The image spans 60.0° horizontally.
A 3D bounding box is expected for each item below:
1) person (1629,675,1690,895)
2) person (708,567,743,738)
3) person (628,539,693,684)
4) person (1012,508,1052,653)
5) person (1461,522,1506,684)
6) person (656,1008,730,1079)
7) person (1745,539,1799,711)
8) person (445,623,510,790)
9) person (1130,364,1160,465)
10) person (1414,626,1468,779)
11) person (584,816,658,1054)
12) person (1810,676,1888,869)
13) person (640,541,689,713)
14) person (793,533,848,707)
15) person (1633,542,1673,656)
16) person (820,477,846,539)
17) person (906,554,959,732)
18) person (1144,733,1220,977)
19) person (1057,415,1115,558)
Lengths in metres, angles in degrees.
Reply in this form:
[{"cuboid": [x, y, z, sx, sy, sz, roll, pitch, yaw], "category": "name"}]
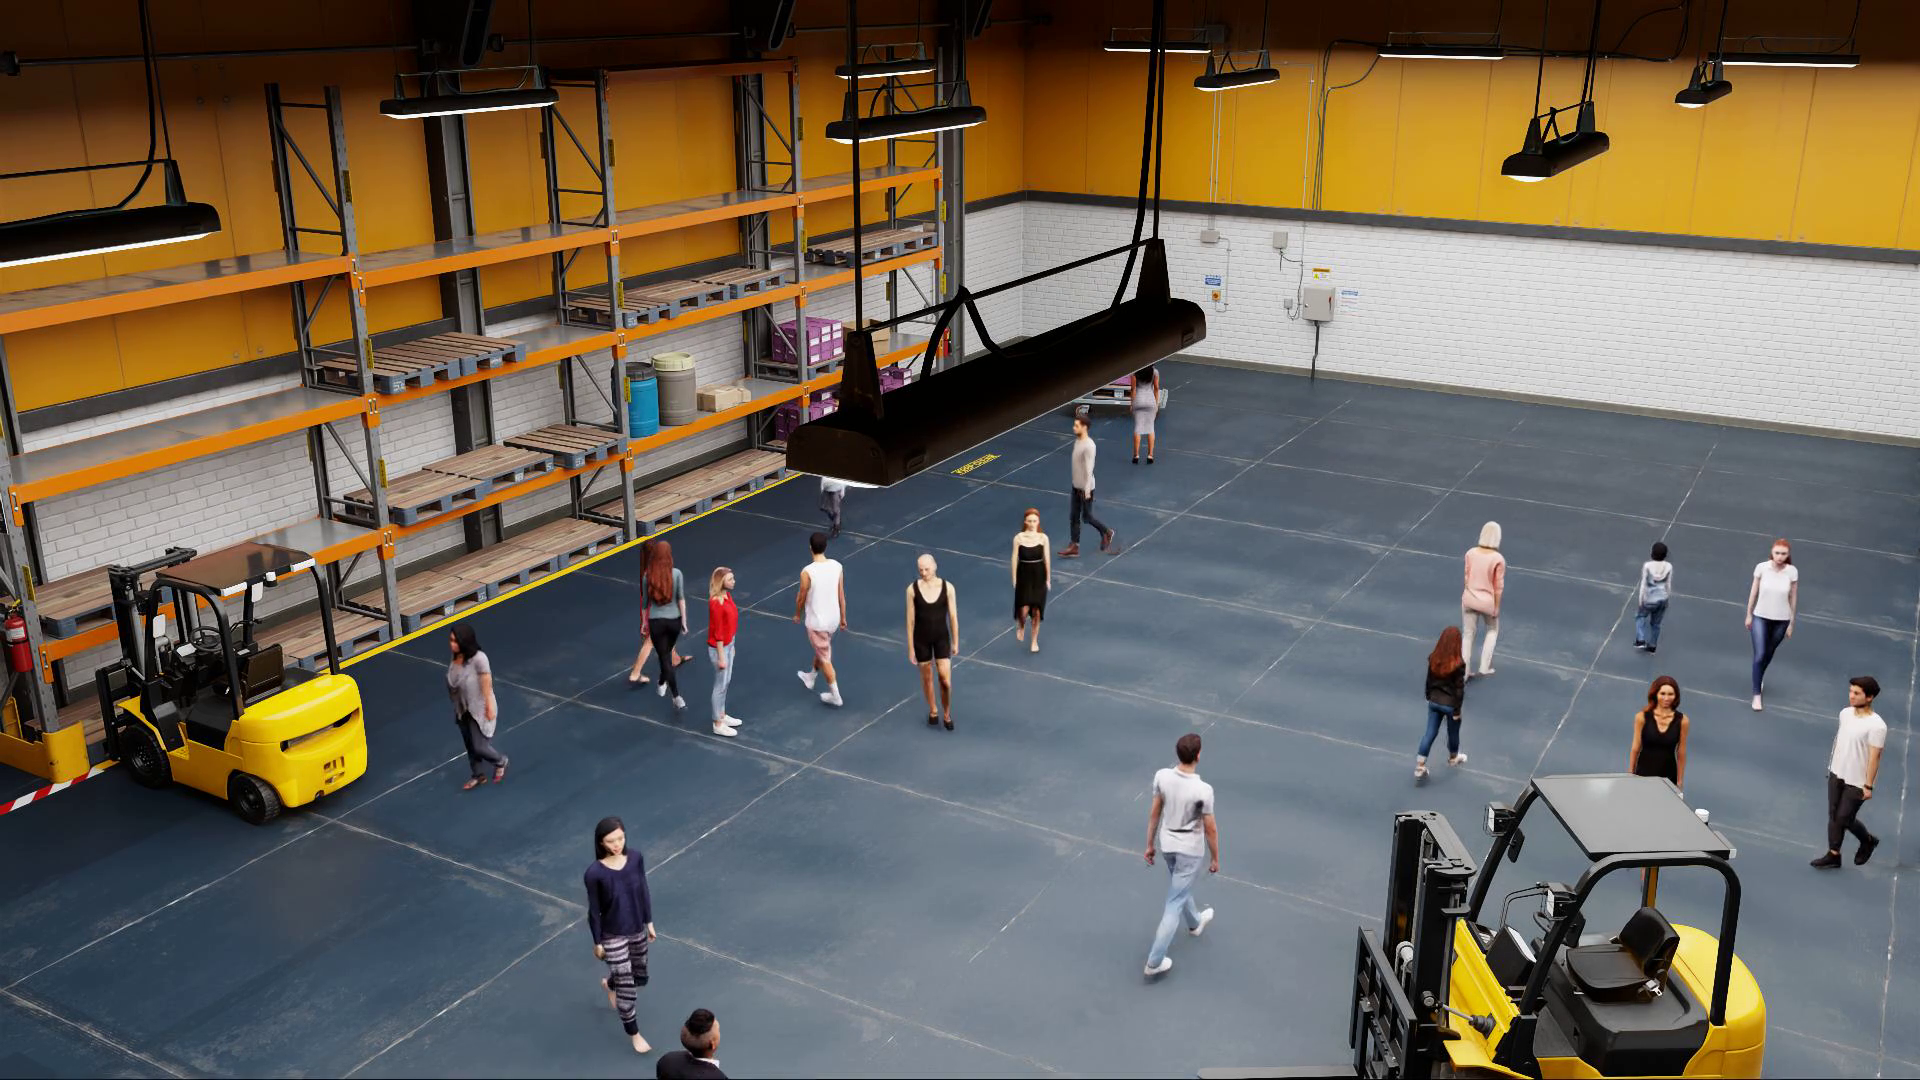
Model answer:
[{"cuboid": [5.586, 1.929, 13.398, 0.813, 1.809, 1.163, 4, 19, 11], "category": "person"}, {"cuboid": [-2.302, 1.059, 16.145, 0.746, 1.703, 0.593, 2, 19, 5], "category": "person"}, {"cuboid": [-3.223, 0.769, 17.305, 0.720, 1.513, 1.142, 17, 25, 40], "category": "person"}, {"cuboid": [0.785, 0.408, 18.215, 0.750, 1.616, 0.831, -1, 19, -2], "category": "person"}, {"cuboid": [5.373, 0.674, 17.288, 0.632, 1.703, 0.695, 13, 23, 34], "category": "person"}, {"cuboid": [-1.461, 3.388, 8.903, 0.852, 1.912, 1.179, 14, 23, 36], "category": "person"}, {"cuboid": [8.236, 0.812, 16.896, 0.705, 1.692, 1.164, 7, 20, 21], "category": "person"}, {"cuboid": [-4.346, 1.478, 15.066, 0.666, 1.598, 0.719, 13, 22, 33], "category": "person"}, {"cuboid": [2.790, -2.017, 25.157, 0.653, 1.781, 0.656, 1, 19, 3], "category": "person"}, {"cuboid": [4.386, 1.513, 15.196, 1.039, 1.449, 0.751, -17, 25, -42], "category": "person"}, {"cuboid": [-2.347, 2.644, 11.411, 0.897, 1.721, 0.823, -17, 25, -40], "category": "person"}, {"cuboid": [7.362, 1.911, 13.595, 0.916, 1.716, 0.864, -3, 19, -9], "category": "person"}, {"cuboid": [-2.937, 0.902, 16.610, 1.121, 1.704, 1.152, -6, 20, -18], "category": "person"}, {"cuboid": [-1.340, 0.845, 16.720, 1.025, 1.743, 0.890, -16, 24, -39], "category": "person"}, {"cuboid": [7.552, 0.652, 18.068, 0.557, 1.247, 0.604, 3, 19, 9], "category": "person"}, {"cuboid": [-1.649, -0.678, 21.983, 0.529, 1.270, 0.612, 8, 20, 22], "category": "person"}, {"cuboid": [-0.289, 0.962, 16.298, 0.818, 1.789, 0.868, -1, 19, -3], "category": "person"}, {"cuboid": [1.578, 2.340, 12.191, 0.837, 1.800, 1.264, 16, 24, 38], "category": "person"}, {"cuboid": [1.632, -0.669, 21.048, 1.116, 1.849, 1.000, -8, 20, -22], "category": "person"}]
